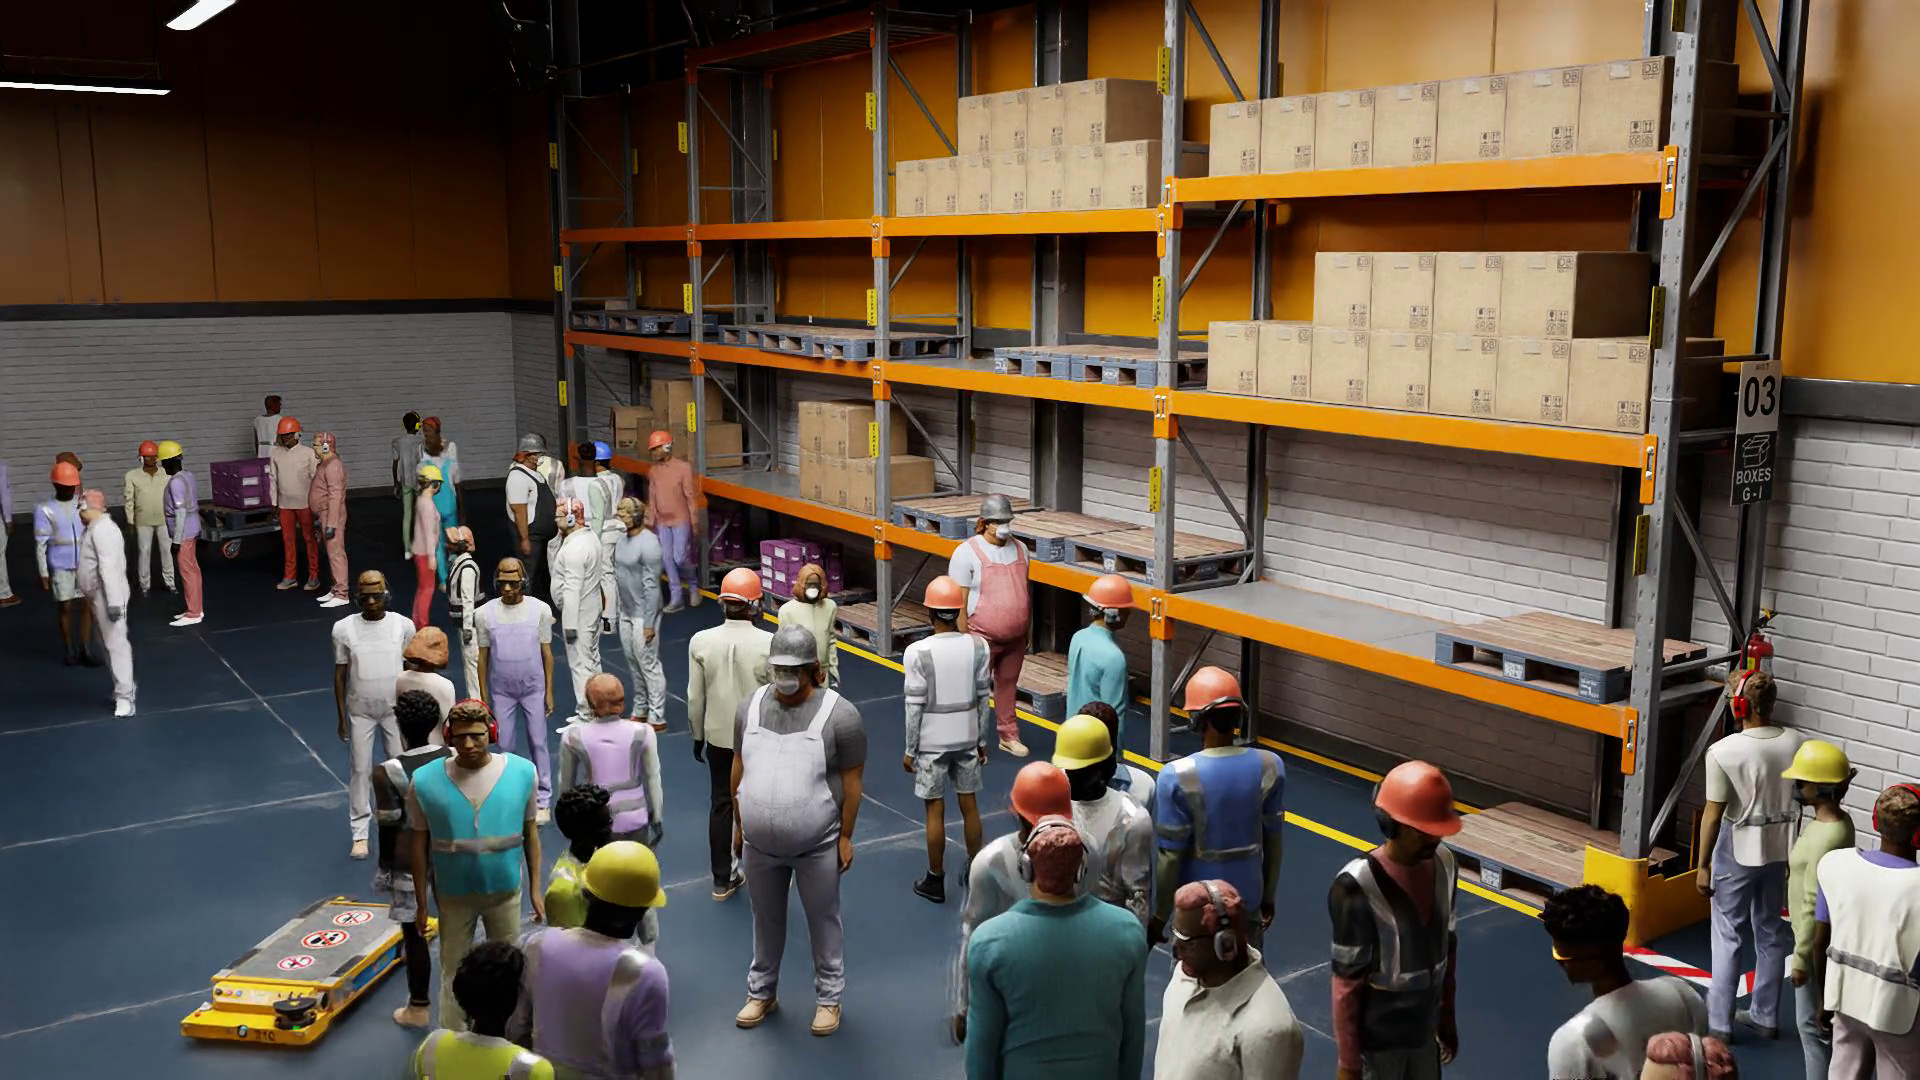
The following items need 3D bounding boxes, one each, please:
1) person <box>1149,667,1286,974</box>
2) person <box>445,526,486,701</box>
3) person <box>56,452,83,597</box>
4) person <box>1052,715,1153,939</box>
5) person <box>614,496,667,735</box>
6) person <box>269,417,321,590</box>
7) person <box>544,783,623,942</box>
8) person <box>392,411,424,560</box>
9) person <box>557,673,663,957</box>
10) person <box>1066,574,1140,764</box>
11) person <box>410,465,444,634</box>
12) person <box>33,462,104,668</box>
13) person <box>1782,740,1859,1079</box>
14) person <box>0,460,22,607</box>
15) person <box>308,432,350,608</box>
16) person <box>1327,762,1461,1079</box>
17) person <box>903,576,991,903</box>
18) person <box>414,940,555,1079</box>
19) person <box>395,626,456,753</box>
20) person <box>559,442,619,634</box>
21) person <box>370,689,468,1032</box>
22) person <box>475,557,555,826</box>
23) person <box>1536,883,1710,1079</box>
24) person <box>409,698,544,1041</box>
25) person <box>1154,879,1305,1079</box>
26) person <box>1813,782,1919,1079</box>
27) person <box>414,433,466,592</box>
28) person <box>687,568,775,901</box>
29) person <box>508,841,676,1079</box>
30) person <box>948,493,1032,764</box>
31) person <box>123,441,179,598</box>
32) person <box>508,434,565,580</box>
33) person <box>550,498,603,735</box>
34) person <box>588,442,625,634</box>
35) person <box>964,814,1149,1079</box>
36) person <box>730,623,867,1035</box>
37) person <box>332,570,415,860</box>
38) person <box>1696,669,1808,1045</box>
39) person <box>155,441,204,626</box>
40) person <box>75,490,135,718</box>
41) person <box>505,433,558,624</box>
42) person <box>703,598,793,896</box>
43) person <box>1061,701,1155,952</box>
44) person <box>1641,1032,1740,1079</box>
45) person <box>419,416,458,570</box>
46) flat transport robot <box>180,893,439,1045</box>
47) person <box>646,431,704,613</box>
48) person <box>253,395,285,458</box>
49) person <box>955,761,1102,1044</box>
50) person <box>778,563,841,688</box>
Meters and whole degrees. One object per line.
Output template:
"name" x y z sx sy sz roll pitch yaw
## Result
"person" 1.111 1.557 7.296 0.605 2.036 0.389 -3 10 -18
"person" -4.018 0.690 13.568 0.314 1.632 0.516 -4 10 -22
"person" -9.928 -0.176 18.645 0.267 1.632 0.507 -5 11 -27
"person" 0.535 1.663 7.018 0.587 1.920 0.396 8 13 39
"person" -2.545 0.604 13.217 0.371 1.931 0.629 -7 12 -35
"person" -7.589 -0.416 18.990 0.626 1.992 0.387 1 10 8
"person" -1.528 1.812 6.790 0.318 1.695 0.539 0 10 1
"person" -6.866 -0.681 20.921 0.534 1.868 0.310 0 10 2
"person" -1.849 1.502 8.819 0.544 1.614 0.532 -2 10 -11
"person" 0.828 1.178 9.683 0.410 1.986 0.615 -3 10 -19
"person" -5.248 0.142 16.455 0.393 1.750 0.594 -5 11 -25
"person" -8.220 0.237 15.385 0.529 1.919 0.588 8 13 40
"person" 3.656 1.721 7.140 0.339 1.762 0.524 6 11 32
"person" -10.591 -0.222 18.040 0.629 1.934 0.377 0 10 -2
"person" -6.880 -0.225 18.133 0.410 1.909 0.643 -4 11 -24
"person" 1.598 1.778 6.036 0.610 2.030 0.409 -7 12 -34
"person" -0.092 1.173 9.836 0.547 1.937 0.379 -4 11 -23
"person" -1.483 2.082 5.266 0.555 1.670 0.565 4 10 21
"person" -3.131 1.315 9.892 0.499 1.633 0.282 6 11 32
"person" -3.716 -0.011 16.744 0.598 1.958 0.370 -3 10 -15
"person" -2.643 1.568 8.210 0.319 1.696 0.577 8 13 41
"person" -2.956 1.012 11.097 0.501 1.839 0.340 -2 10 -10
"person" 2.062 2.007 5.108 0.675 1.895 0.870 -5 11 -25
"person" -2.190 1.604 7.573 0.568 1.843 0.374 -3 10 -19
"person" 0.792 1.980 5.231 0.403 1.897 0.654 -3 10 -19
"person" 3.491 1.819 6.304 0.388 1.847 0.564 -5 11 -29
"person" -5.855 -0.297 18.790 0.540 1.825 0.483 -7 12 -34
"person" -1.283 1.148 9.812 0.624 1.992 0.390 1 10 8
"person" -1.298 1.925 5.644 0.801 1.888 0.394 5 11 25
"person" 0.289 0.661 12.536 0.682 2.000 0.537 -6 12 -33
"person" -9.055 -0.242 18.668 0.571 1.755 0.320 -7 12 -35
"person" -4.699 -0.267 18.572 0.623 1.844 0.430 -1 10 -9
"person" -3.068 0.602 13.313 0.400 1.900 0.647 0 10 0
"person" -3.588 -0.024 16.825 0.397 1.949 0.603 2 10 14
"person" 0.320 1.883 5.759 0.643 1.910 0.400 -2 10 -11
"person" -0.824 1.411 8.137 0.684 2.000 0.538 2 10 14
"person" -3.693 1.095 10.562 0.506 1.847 0.350 -4 11 -23
"person" 3.806 1.536 8.013 0.560 1.836 0.394 -3 10 -16
"person" -8.059 -0.070 17.190 0.381 1.917 0.585 -3 10 -15
"person" -7.141 0.524 13.882 0.396 1.864 0.769 -5 11 -28
"person" -4.334 -0.089 16.943 0.535 2.000 0.682 0 10 -1
"person" -1.256 1.196 9.855 0.581 1.884 0.351 3 10 16
"person" 0.574 1.627 7.230 0.591 1.920 0.393 -4 10 -21
"person" 1.822 2.154 4.218 0.397 1.899 0.642 3 10 17
"person" -6.351 -0.571 20.262 0.587 1.878 0.373 4 11 25
"flat transport robot" -3.338 2.203 8.674 0.652 0.197 1.431 2 10 9
"person" -3.064 -0.198 17.858 0.653 1.955 0.498 6 11 31
"person" -9.774 -1.137 23.683 0.563 1.838 0.391 3 10 18
"person" 0.281 1.759 6.604 0.769 1.883 0.551 -4 10 -23
"person" -1.077 0.970 11.919 0.498 1.633 0.281 -8 12 -39
